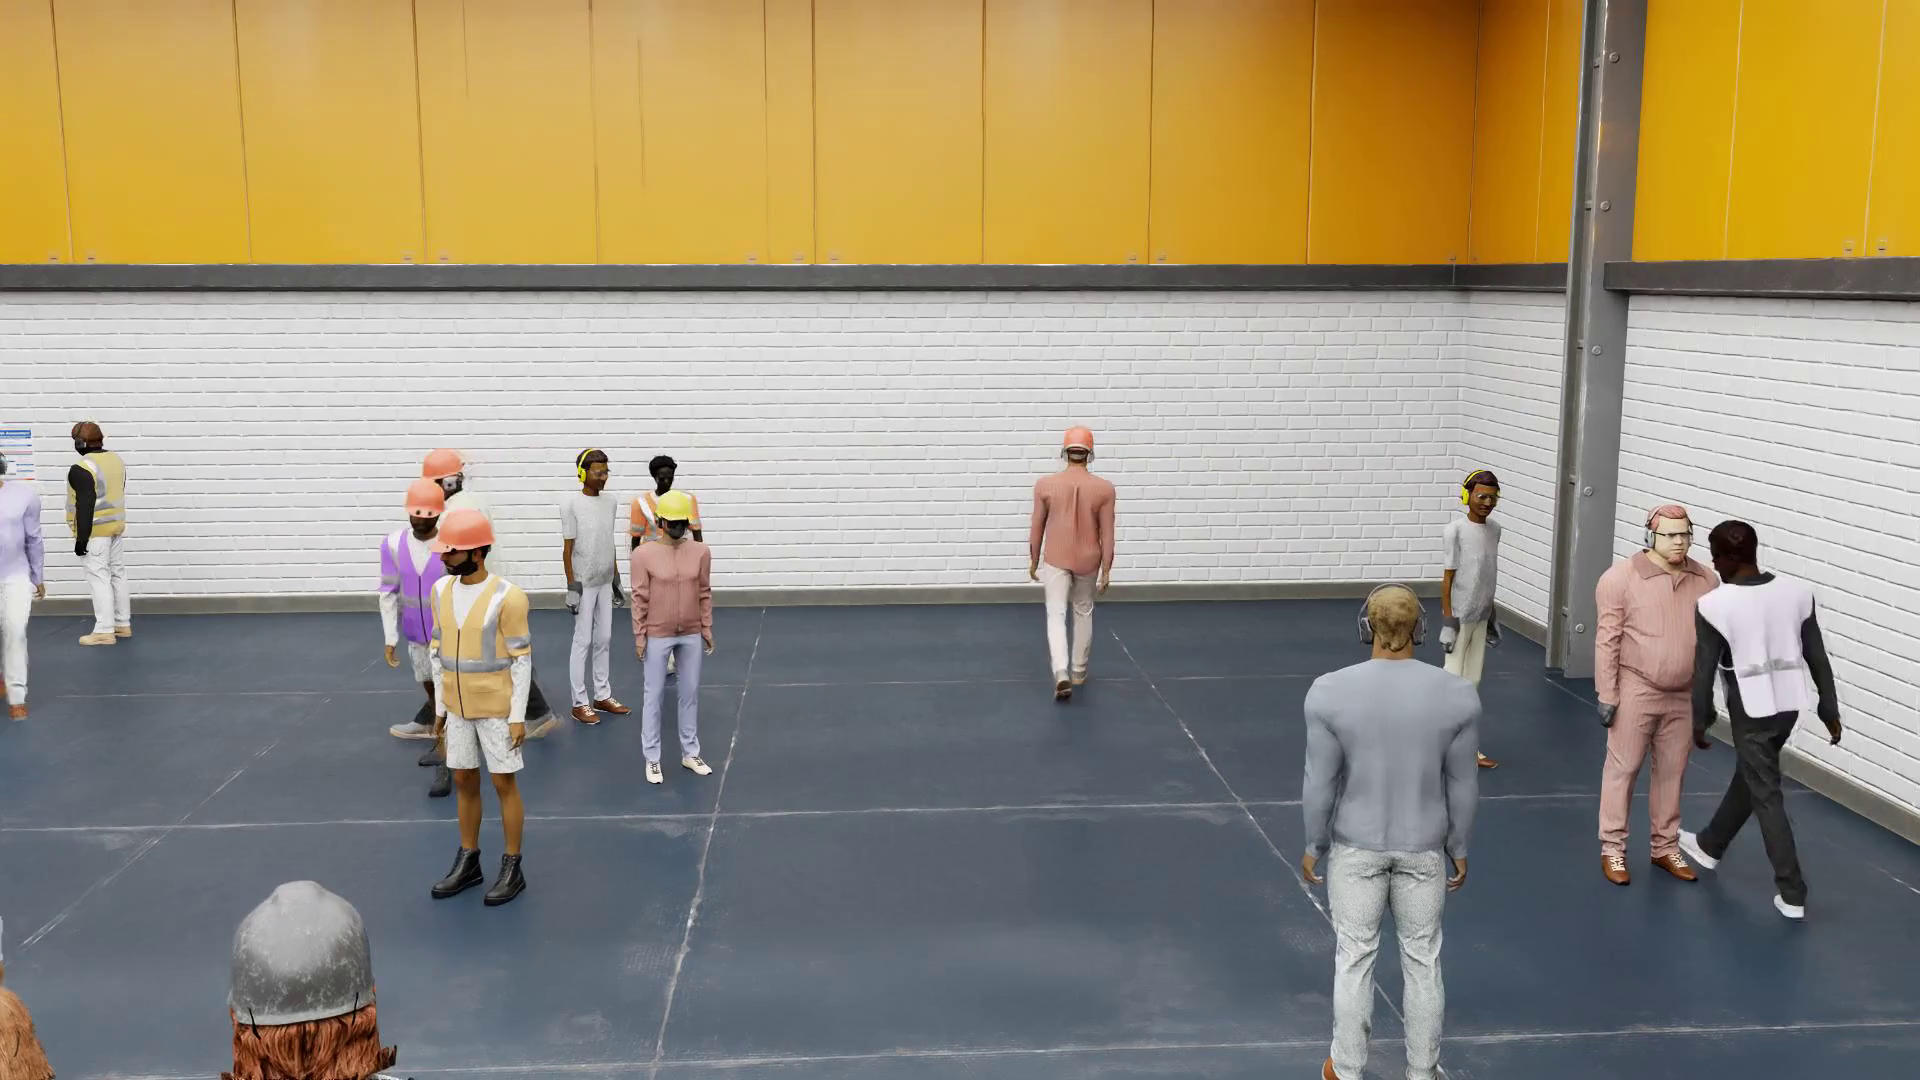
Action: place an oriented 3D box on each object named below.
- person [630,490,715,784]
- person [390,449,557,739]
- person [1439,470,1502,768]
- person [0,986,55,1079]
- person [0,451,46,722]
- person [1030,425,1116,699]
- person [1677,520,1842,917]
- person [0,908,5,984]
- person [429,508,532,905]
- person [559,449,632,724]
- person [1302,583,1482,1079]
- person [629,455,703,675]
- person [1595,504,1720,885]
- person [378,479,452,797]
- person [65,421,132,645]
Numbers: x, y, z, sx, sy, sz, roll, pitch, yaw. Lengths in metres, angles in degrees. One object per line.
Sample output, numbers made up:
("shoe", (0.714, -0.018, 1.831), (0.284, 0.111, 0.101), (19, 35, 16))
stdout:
("person", (-1.718, 0.572, 10.001), (0.522, 1.765, 0.317), (-6, 11, -33))
("person", (-3.162, 0.367, 10.806), (1.066, 1.935, 0.622), (-1, 9, -9))
("person", (3.127, 0.496, 10.157), (0.515, 1.866, 0.333), (-7, 11, -36))
("person", (-1.934, 1.694, 3.386), (0.502, 1.626, 0.283), (-6, 11, -35))
("person", (-6.721, 0.259, 11.572), (0.649, 1.904, 0.973), (-6, 11, -33))
("person", (0.813, 0.150, 12.039), (0.611, 1.963, 0.951), (0, 9, 2))
("person", (3.860, 0.831, 8.112), (0.662, 1.852, 0.985), (-2, 9, -13))
("person", (-3.425, 1.329, 5.492), (0.521, 1.693, 0.703), (-3, 9, -17))
("person", (-2.328, 0.800, 8.028), (0.547, 1.934, 0.376), (4, 10, 22))
("person", (-2.488, 0.306, 11.343), (0.328, 1.868, 0.509), (5, 11, 31))
("person", (1.551, 1.116, 6.051), (0.627, 1.934, 0.372), (1, 9, 6))
("person", (-2.205, 0.188, 12.684), (0.550, 1.658, 0.783), (-5, 10, -28))
("person", (3.491, 0.768, 8.313), (0.643, 1.908, 0.410), (-1, 9, -8))
("person", (-3.136, 0.538, 9.972), (0.573, 1.865, 0.905), (1, 9, 7))
("person", (-7.121, -0.060, 13.722), (0.429, 1.839, 0.633), (0, 9, 1))
